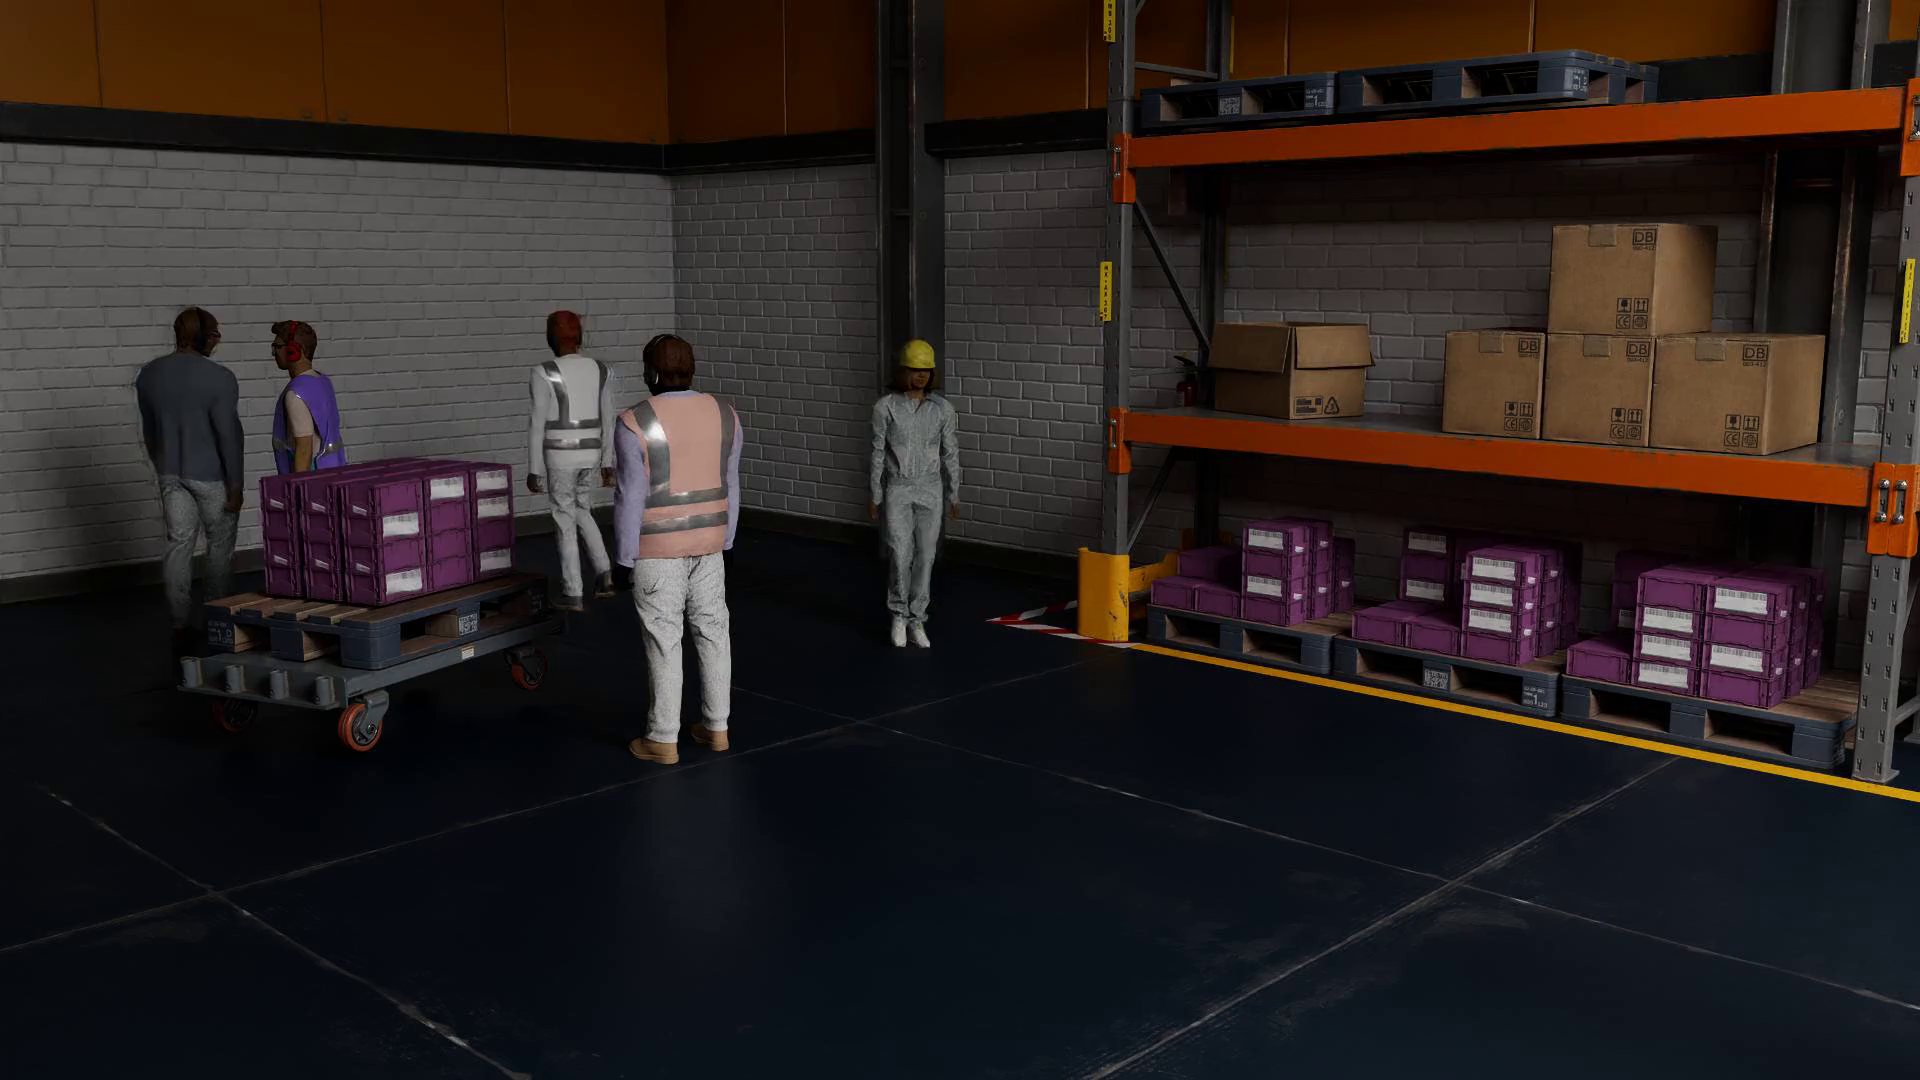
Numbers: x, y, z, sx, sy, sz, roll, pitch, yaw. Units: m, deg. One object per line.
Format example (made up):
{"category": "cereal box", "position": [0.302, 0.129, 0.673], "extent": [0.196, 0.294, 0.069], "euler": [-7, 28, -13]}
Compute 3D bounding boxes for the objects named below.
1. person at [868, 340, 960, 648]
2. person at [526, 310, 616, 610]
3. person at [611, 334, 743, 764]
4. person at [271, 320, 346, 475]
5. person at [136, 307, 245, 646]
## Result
{"category": "person", "position": [-0.244, -0.246, 9.249], "extent": [0.513, 1.725, 0.414], "euler": [-3, 10, -19]}
{"category": "person", "position": [-2.426, -0.484, 10.325], "extent": [0.404, 1.873, 0.579], "euler": [7, 12, 38]}
{"category": "person", "position": [-1.235, 0.038, 7.185], "extent": [0.621, 1.845, 0.429], "euler": [-9, 13, -42]}
{"category": "person", "position": [-3.519, -0.262, 9.015], "extent": [0.389, 1.846, 0.566], "euler": [-2, 9, -10]}
{"category": "person", "position": [-4.332, -0.356, 9.418], "extent": [0.693, 1.902, 0.683], "euler": [1, 9, 9]}
